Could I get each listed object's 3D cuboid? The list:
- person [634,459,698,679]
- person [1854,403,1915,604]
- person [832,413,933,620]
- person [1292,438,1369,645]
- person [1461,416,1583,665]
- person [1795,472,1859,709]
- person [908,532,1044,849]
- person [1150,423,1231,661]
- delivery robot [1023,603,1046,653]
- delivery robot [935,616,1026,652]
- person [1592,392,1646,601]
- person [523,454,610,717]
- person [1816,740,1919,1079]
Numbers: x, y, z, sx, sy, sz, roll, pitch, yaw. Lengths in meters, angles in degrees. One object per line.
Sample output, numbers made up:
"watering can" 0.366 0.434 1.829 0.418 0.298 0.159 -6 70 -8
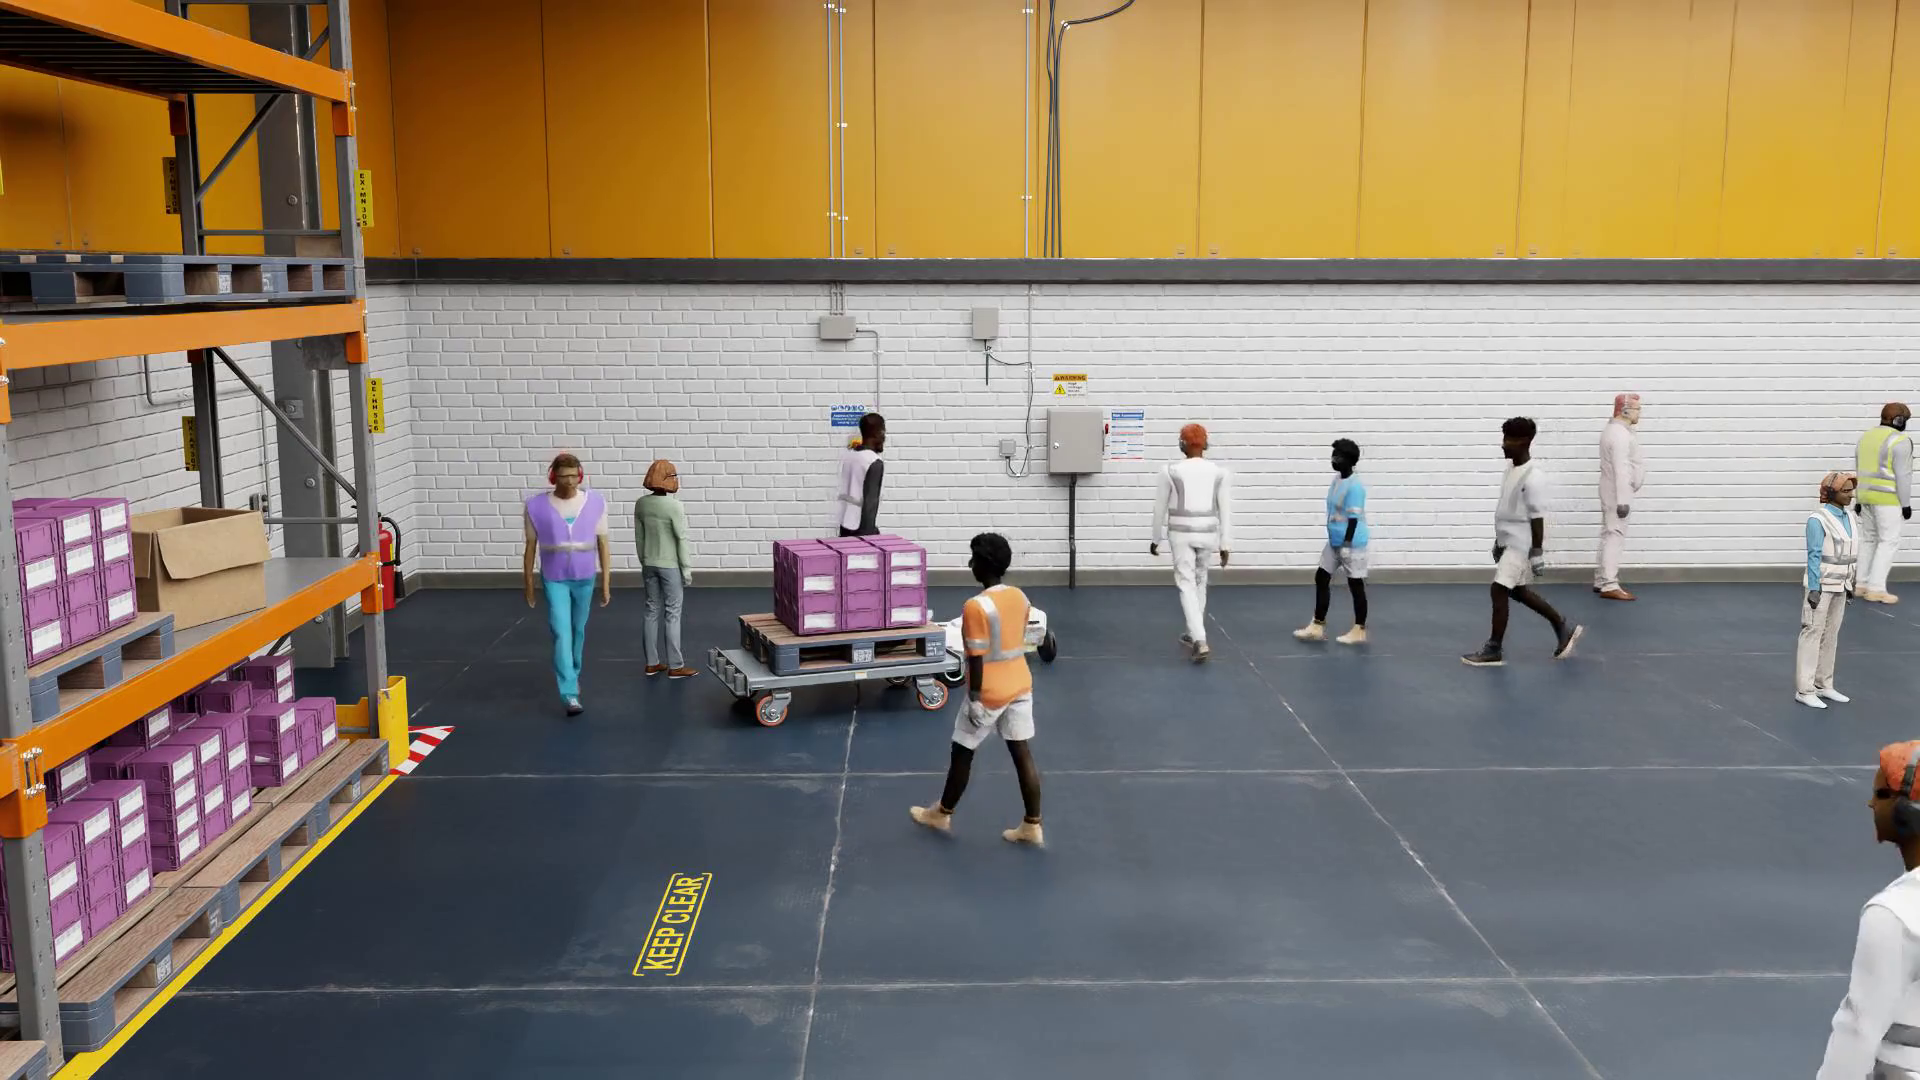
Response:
"person" -2.195 0.214 12.360 0.500 1.633 0.282 6 11 33
"person" 8.405 -0.343 15.208 0.490 1.821 0.702 -1 9 -7
"person" -0.721 -0.101 13.588 1.024 1.855 0.599 -6 11 -32
"person" 2.983 0.025 13.354 0.683 1.671 0.552 -1 9 -9
"person" 4.335 0.012 12.674 0.863 1.933 0.603 1 9 4
"person" 6.040 0.340 11.567 0.514 1.641 0.309 -6 11 -34
"person" 0.108 0.782 8.784 0.825 1.657 0.551 7 12 37
"person" 1.831 0.010 13.002 0.572 1.855 0.925 -2 9 -11
"delivery robot" 0.393 0.608 12.956 0.477 0.478 0.707 -4 10 -21
"delivery robot" 0.120 0.719 12.272 0.707 0.478 0.477 -3 10 -15
"person" 6.087 -0.406 15.326 0.404 1.907 0.648 2 10 14
"person" -2.715 0.282 11.507 0.560 1.785 0.996 -4 10 -25
"person" 2.351 1.412 4.296 0.615 1.862 0.676 -7 12 -37
